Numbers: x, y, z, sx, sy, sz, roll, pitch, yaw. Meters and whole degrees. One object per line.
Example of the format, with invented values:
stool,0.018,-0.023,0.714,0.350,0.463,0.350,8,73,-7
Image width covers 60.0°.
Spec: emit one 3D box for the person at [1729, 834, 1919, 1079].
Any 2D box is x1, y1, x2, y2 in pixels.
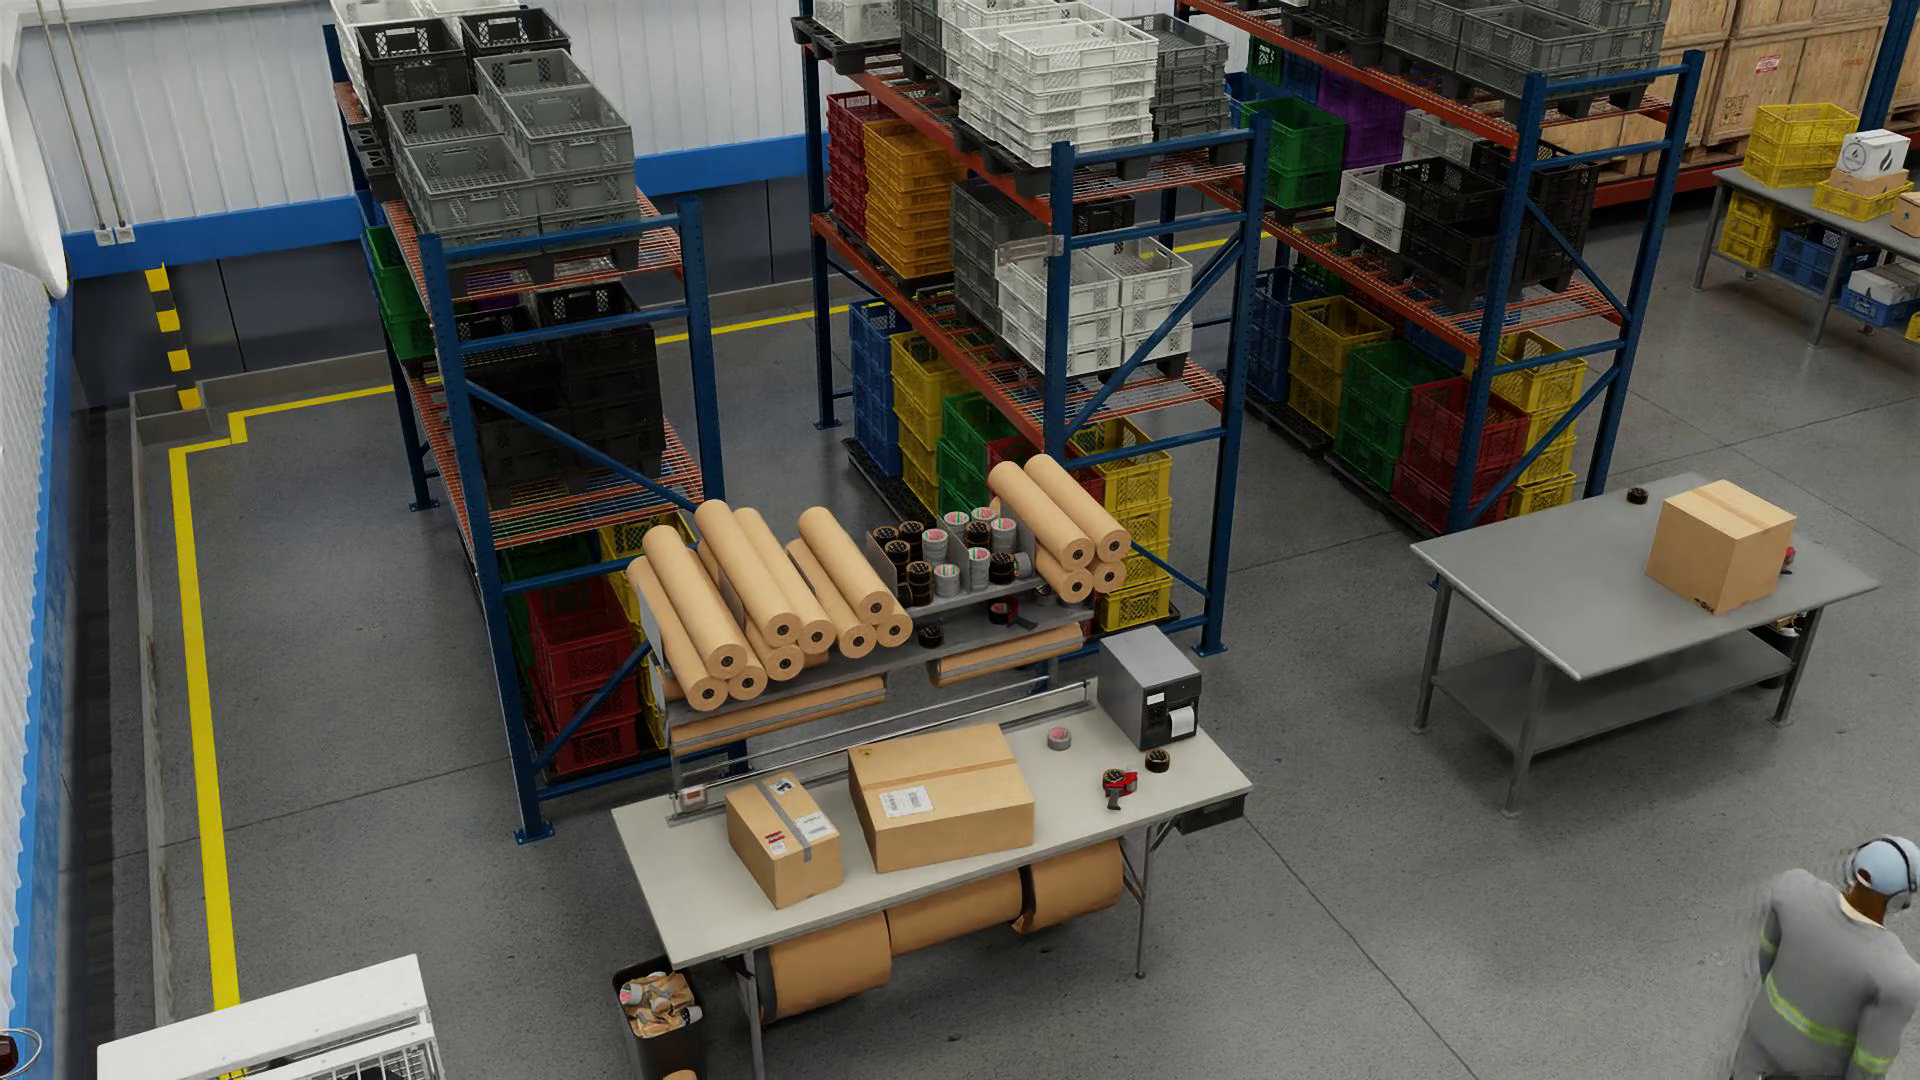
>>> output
person,2.982,1.697,5.739,0.913,1.811,0.603,-16,35,-23
